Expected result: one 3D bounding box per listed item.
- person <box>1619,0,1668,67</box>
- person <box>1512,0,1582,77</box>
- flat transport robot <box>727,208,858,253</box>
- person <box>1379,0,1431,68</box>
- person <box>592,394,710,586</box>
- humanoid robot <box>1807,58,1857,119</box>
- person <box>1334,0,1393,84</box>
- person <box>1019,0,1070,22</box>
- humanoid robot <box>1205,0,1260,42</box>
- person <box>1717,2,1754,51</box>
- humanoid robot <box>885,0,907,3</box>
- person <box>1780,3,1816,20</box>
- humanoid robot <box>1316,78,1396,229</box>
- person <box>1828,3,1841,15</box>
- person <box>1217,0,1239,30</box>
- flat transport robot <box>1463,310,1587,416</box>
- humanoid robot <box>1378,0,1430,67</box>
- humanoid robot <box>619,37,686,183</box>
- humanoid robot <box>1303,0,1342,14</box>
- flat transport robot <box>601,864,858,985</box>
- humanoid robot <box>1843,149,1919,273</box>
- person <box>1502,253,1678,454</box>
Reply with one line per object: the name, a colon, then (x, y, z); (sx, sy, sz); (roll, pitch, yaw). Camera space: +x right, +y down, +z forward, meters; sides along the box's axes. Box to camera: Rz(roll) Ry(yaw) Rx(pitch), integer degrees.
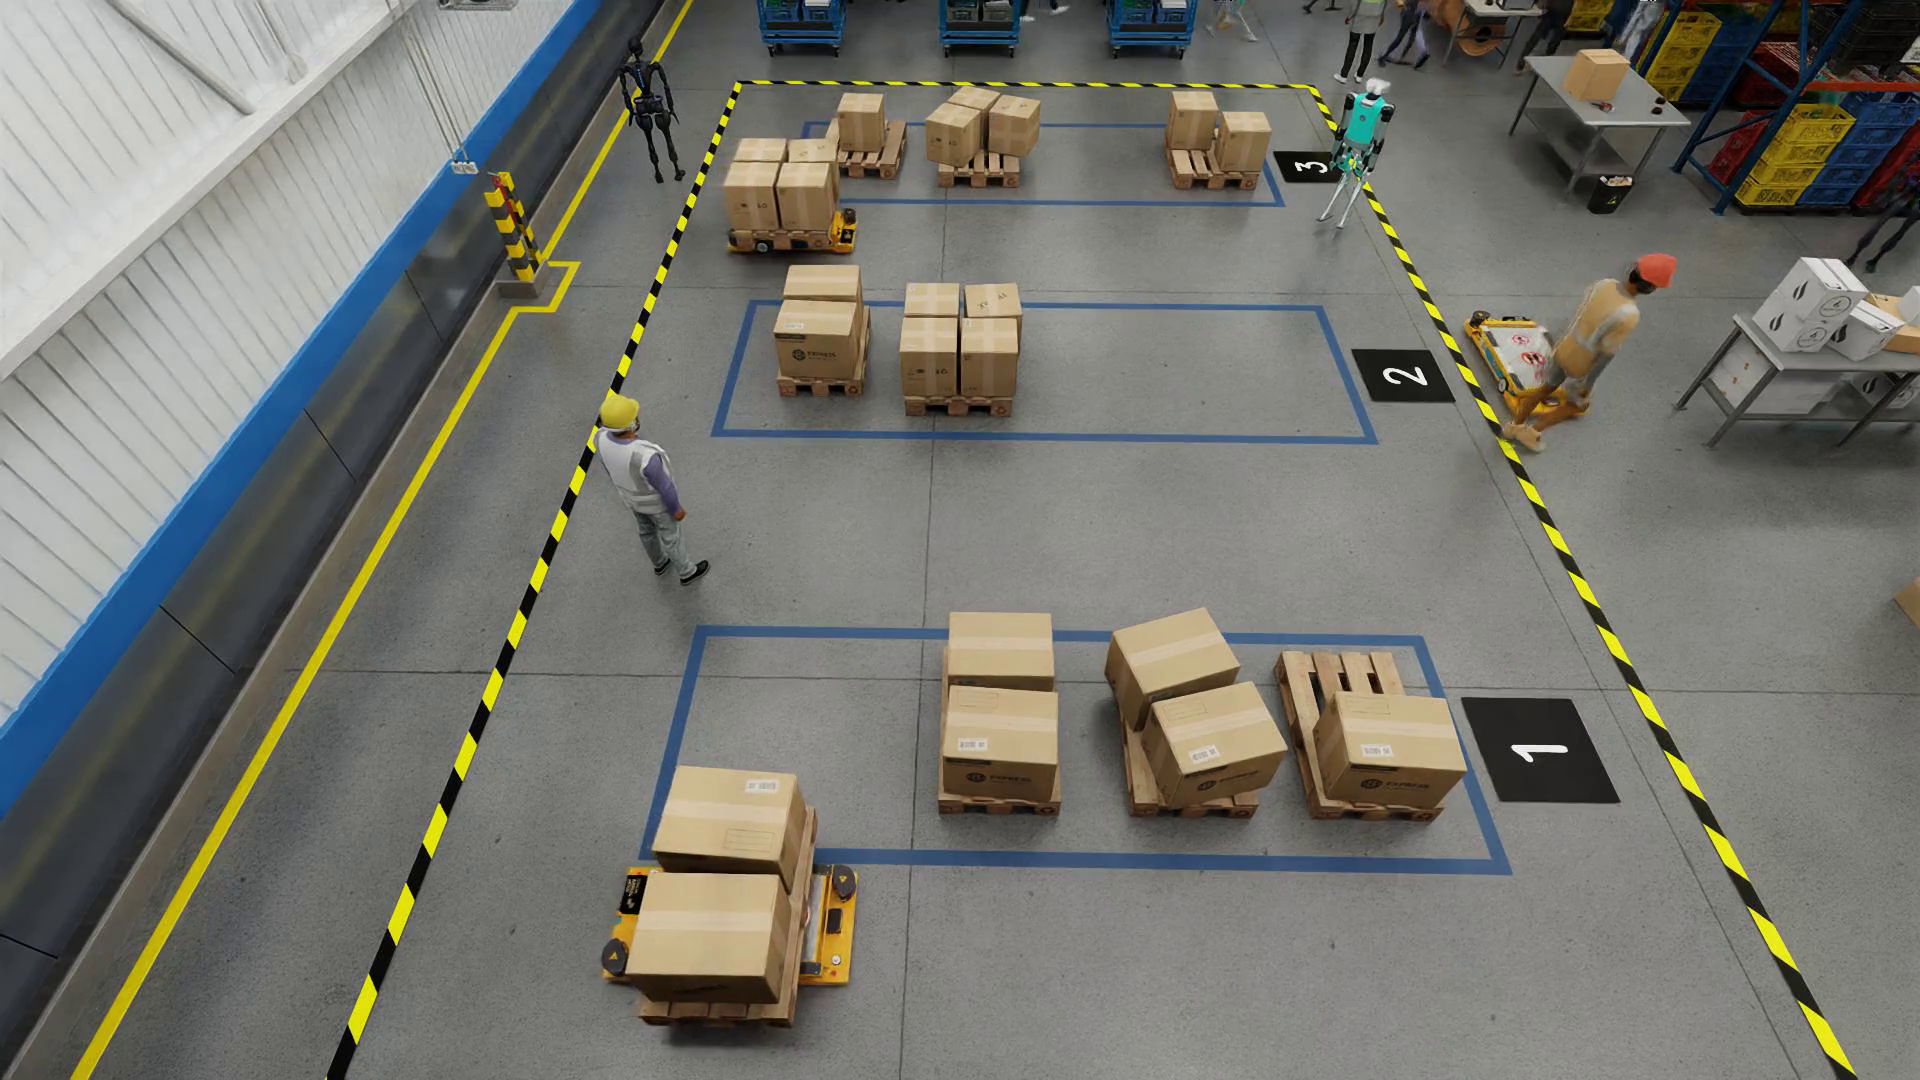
person: (9.298, -6.924, 12.567); (0.494, 1.718, 0.755); (-16, 51, -14)
person: (8.616, -7.595, 13.089); (0.905, 1.793, 0.659); (-18, 51, -15)
flat transport robot: (-1.935, -3.607, 10.637); (1.431, 0.197, 0.652); (1, 49, 1)
person: (6.706, -7.793, 13.308); (0.562, 1.729, 0.673); (-22, 53, -18)
person: (-2.295, -0.348, 6.797); (0.590, 1.837, 0.404); (22, 53, 18)
humanoid robot: (11.241, -5.943, 11.716); (0.853, 1.785, 0.572); (-15, 51, -13)
person: (5.743, -7.433, 12.921); (0.589, 1.850, 0.395); (0, 49, 0)
person: (1.359, -9.191, 14.460); (0.946, 1.826, 0.508); (-6, 49, -5)
humanoid robot: (4.250, -8.586, 14.025); (1.019, 1.764, 0.542); (14, 51, 12)
person: (11.110, -7.590, 13.028); (0.467, 1.902, 0.587); (-4, 49, -4)
humanoid robot: (-1.115, -9.828, 15.099); (0.599, 1.657, 0.315); (20, 52, 17)
person: (12.794, -8.449, 13.707); (0.604, 1.990, 0.906); (22, 53, 18)
humanoid robot: (4.483, -4.354, 10.240); (0.533, 1.680, 0.735); (33, 57, 25)
person: (13.981, -8.712, 14.041); (0.382, 1.835, 0.571); (-18, 51, -15)
person: (4.300, -8.946, 14.248); (0.437, 1.818, 0.629); (-25, 53, -20)
flat transport robot: (5.573, -1.757, 9.054); (0.659, 0.231, 1.431); (1, 49, 1)
humanoid robot: (6.592, -7.779, 13.346); (0.441, 1.640, 0.608); (32, 56, 25)
humanoid robot: (-3.738, -5.178, 11.074); (0.599, 1.657, 0.315); (-7, 49, -6)
humanoid robot: (6.038, -9.375, 14.742); (0.724, 1.630, 0.603); (-5, 49, -4)
flat transport robot: (-1.361, 2.298, 5.526); (1.431, 0.197, 0.652); (1, 49, 1)
humanoid robot: (10.165, -3.613, 9.732); (0.609, 1.643, 0.449); (33, 57, 26)
person: (5.232, -1.513, 7.687); (0.504, 2.012, 0.646); (4, 49, 3)
